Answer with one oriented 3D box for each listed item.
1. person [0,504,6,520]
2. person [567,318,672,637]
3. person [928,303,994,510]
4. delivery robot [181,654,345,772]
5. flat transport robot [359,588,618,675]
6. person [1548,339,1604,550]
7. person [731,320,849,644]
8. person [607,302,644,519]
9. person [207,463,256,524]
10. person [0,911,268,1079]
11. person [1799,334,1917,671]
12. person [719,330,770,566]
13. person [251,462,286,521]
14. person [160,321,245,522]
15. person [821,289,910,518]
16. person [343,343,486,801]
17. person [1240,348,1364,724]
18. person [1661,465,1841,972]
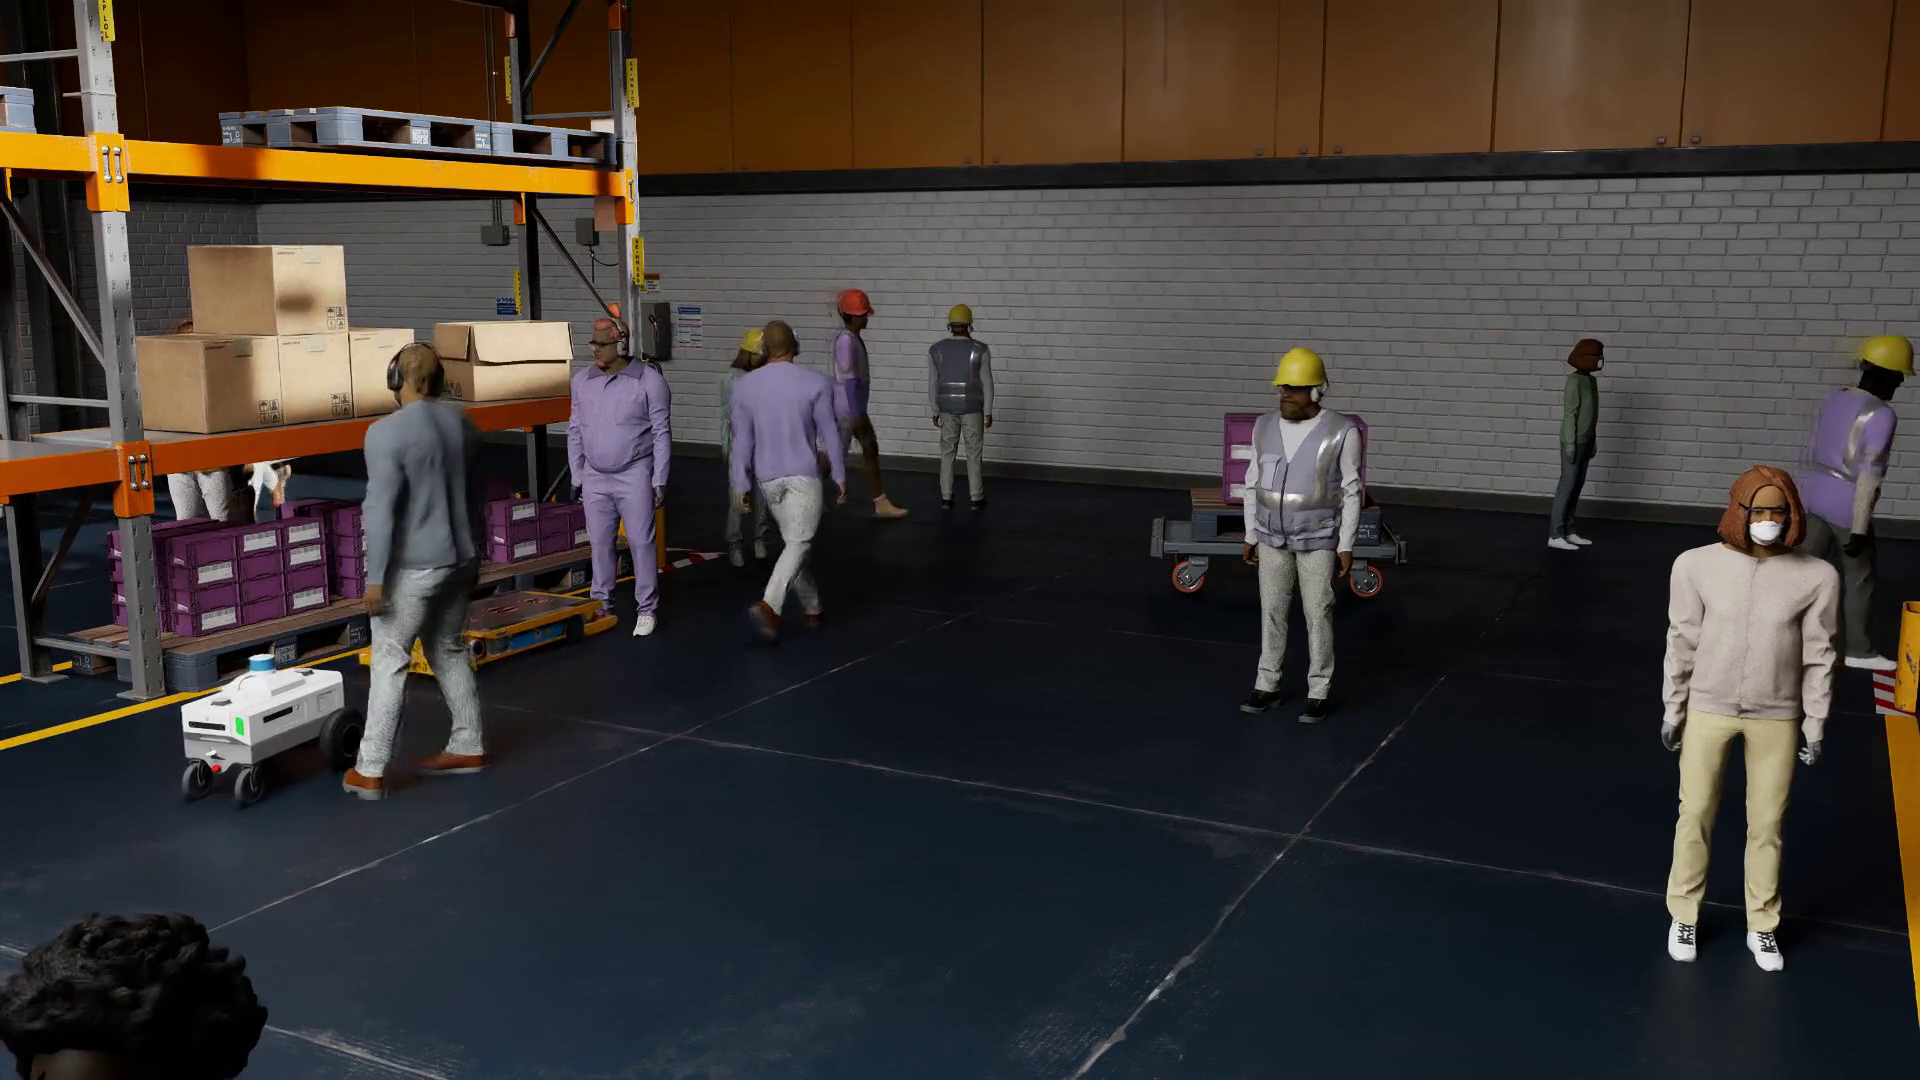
[{"bbox_3d":[-8.409,-1.113,14.150,0.594,1.924,0.379,-1,10,-9],"label":"person"},{"bbox_3d":[-2.041,-0.365,9.893,0.651,1.901,0.402,2,10,14],"label":"person"},{"bbox_3d":[0.022,-1.174,14.784,0.597,1.836,0.404,3,10,14],"label":"person"},{"bbox_3d":[-2.986,0.735,7.147,0.477,0.478,0.707,3,10,17],"label":"delivery robot"},{"bbox_3d":[-2.673,0.508,9.552,0.652,0.197,1.431,5,11,26],"label":"flat transport robot"},{"bbox_3d":[4.773,-0.738,12.842,0.288,1.627,0.501,8,13,38],"label":"person"},{"bbox_3d":[-1.049,-0.348,9.860,0.693,1.893,0.917,3,10,16],"label":"person"},{"bbox_3d":[-2.762,-1.014,13.691,0.356,1.887,0.574,-4,11,-24],"label":"person"},{"bbox_3d":[-5.115,-0.634,11.501,0.556,1.895,0.934,6,12,32],"label":"person"},{"bbox_3d":[-0.759,1.162,1.630,0.540,1.698,0.317,-6,11,-31],"label":"person"},{"bbox_3d":[4.692,-0.179,8.944,0.939,1.866,0.670,-1,10,-7],"label":"person"},{"bbox_3d":[-1.518,-0.690,12.308,0.503,1.716,0.554,-2,10,-14],"label":"person"},{"bbox_3d":[-6.076,-1.126,14.284,0.638,1.912,0.871,2,10,9],"label":"person"},{"bbox_3d":[-4.897,-0.480,10.726,0.626,1.845,0.429,2,10,9],"label":"person"},{"bbox_3d":[-0.974,-1.145,14.191,0.992,1.995,0.635,1,10,4],"label":"person"},{"bbox_3d":[-2.325,0.117,7.144,0.481,1.911,0.713,4,11,21],"label":"person"},{"bbox_3d":[1.644,-0.021,8.107,0.600,1.826,0.403,7,12,36],"label":"person"},{"bbox_3d":[2.498,0.567,5.300,0.493,1.625,0.281,4,11,21],"label":"person"}]
